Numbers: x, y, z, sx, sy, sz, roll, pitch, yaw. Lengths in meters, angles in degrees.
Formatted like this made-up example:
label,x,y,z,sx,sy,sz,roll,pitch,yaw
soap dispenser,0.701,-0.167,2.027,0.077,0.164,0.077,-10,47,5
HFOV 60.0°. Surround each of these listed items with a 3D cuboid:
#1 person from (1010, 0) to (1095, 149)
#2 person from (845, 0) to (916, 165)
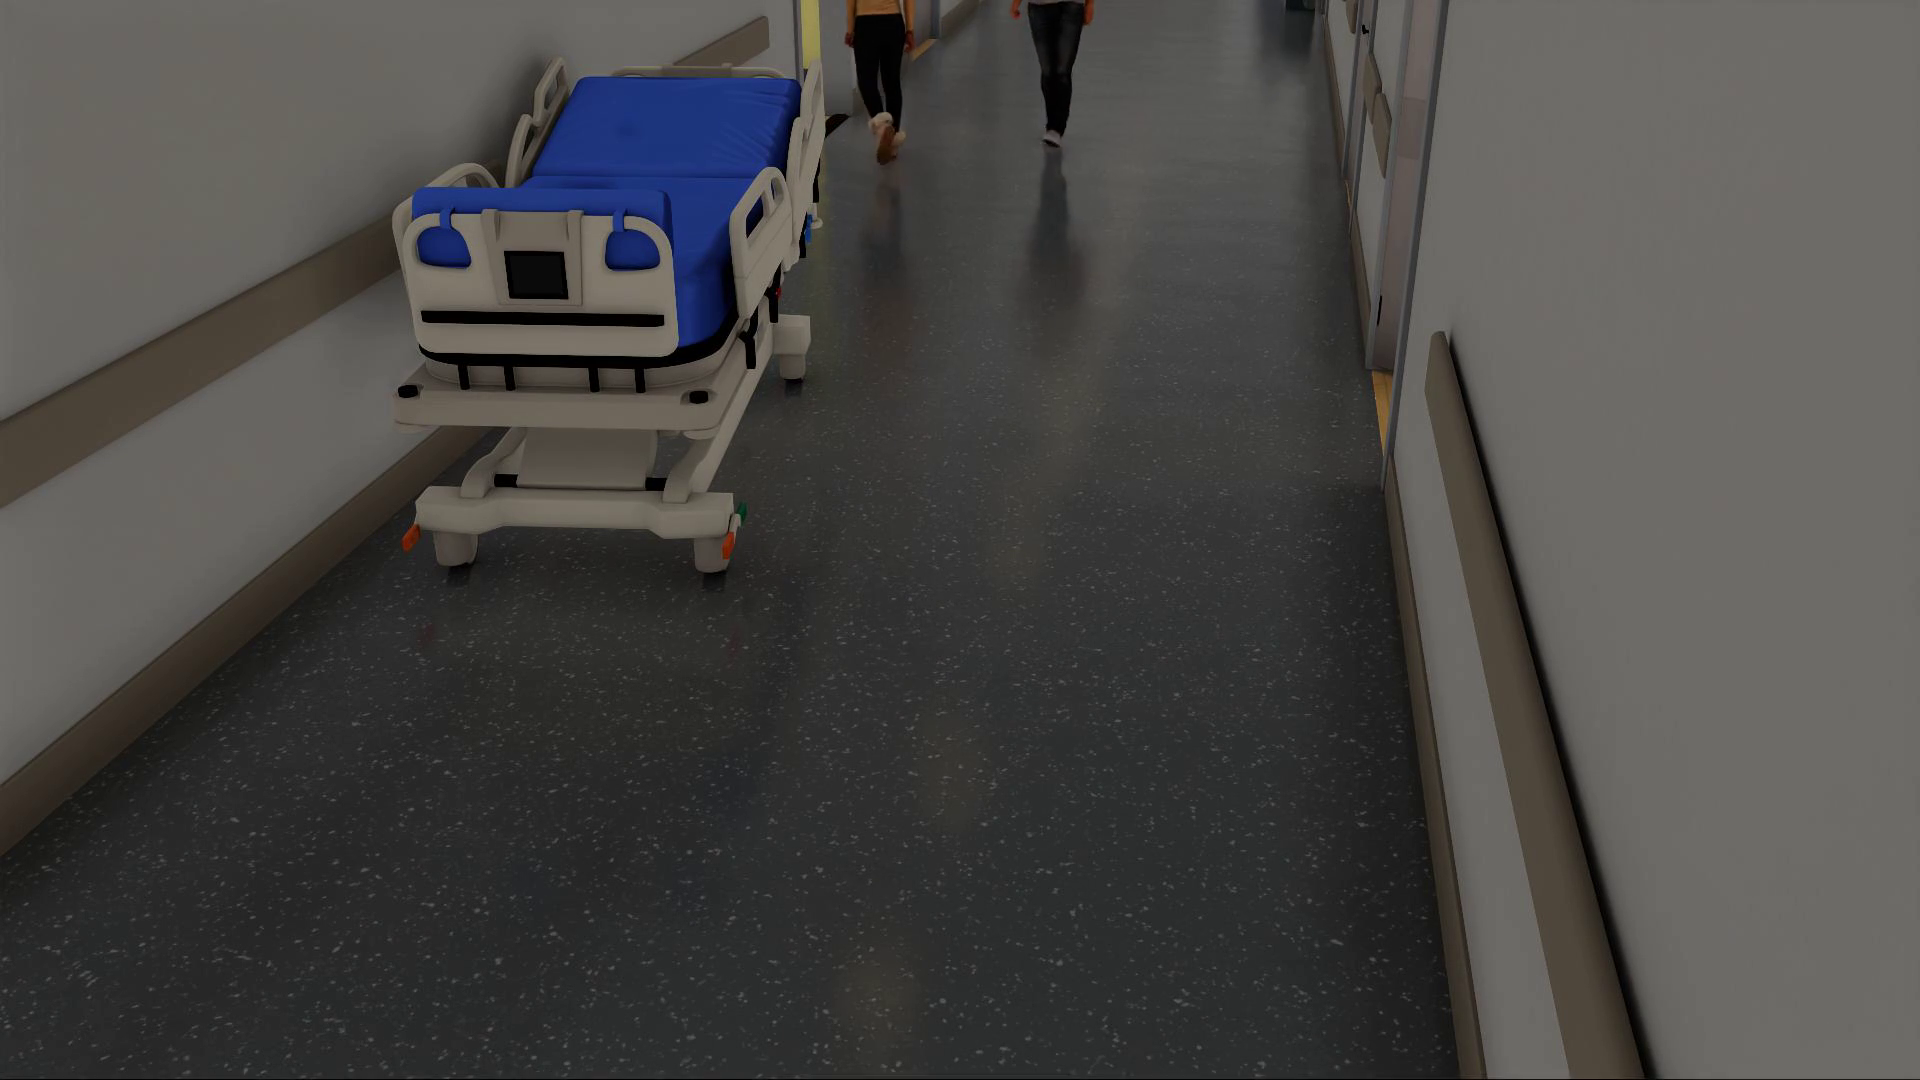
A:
label,x,y,z,sx,sy,sz,roll,pitch,yaw
person,0.644,-3.508,10.934,1.009,1.774,0.771,7,27,13
person,-0.494,-3.160,10.368,0.978,1.639,0.888,-6,26,-12
